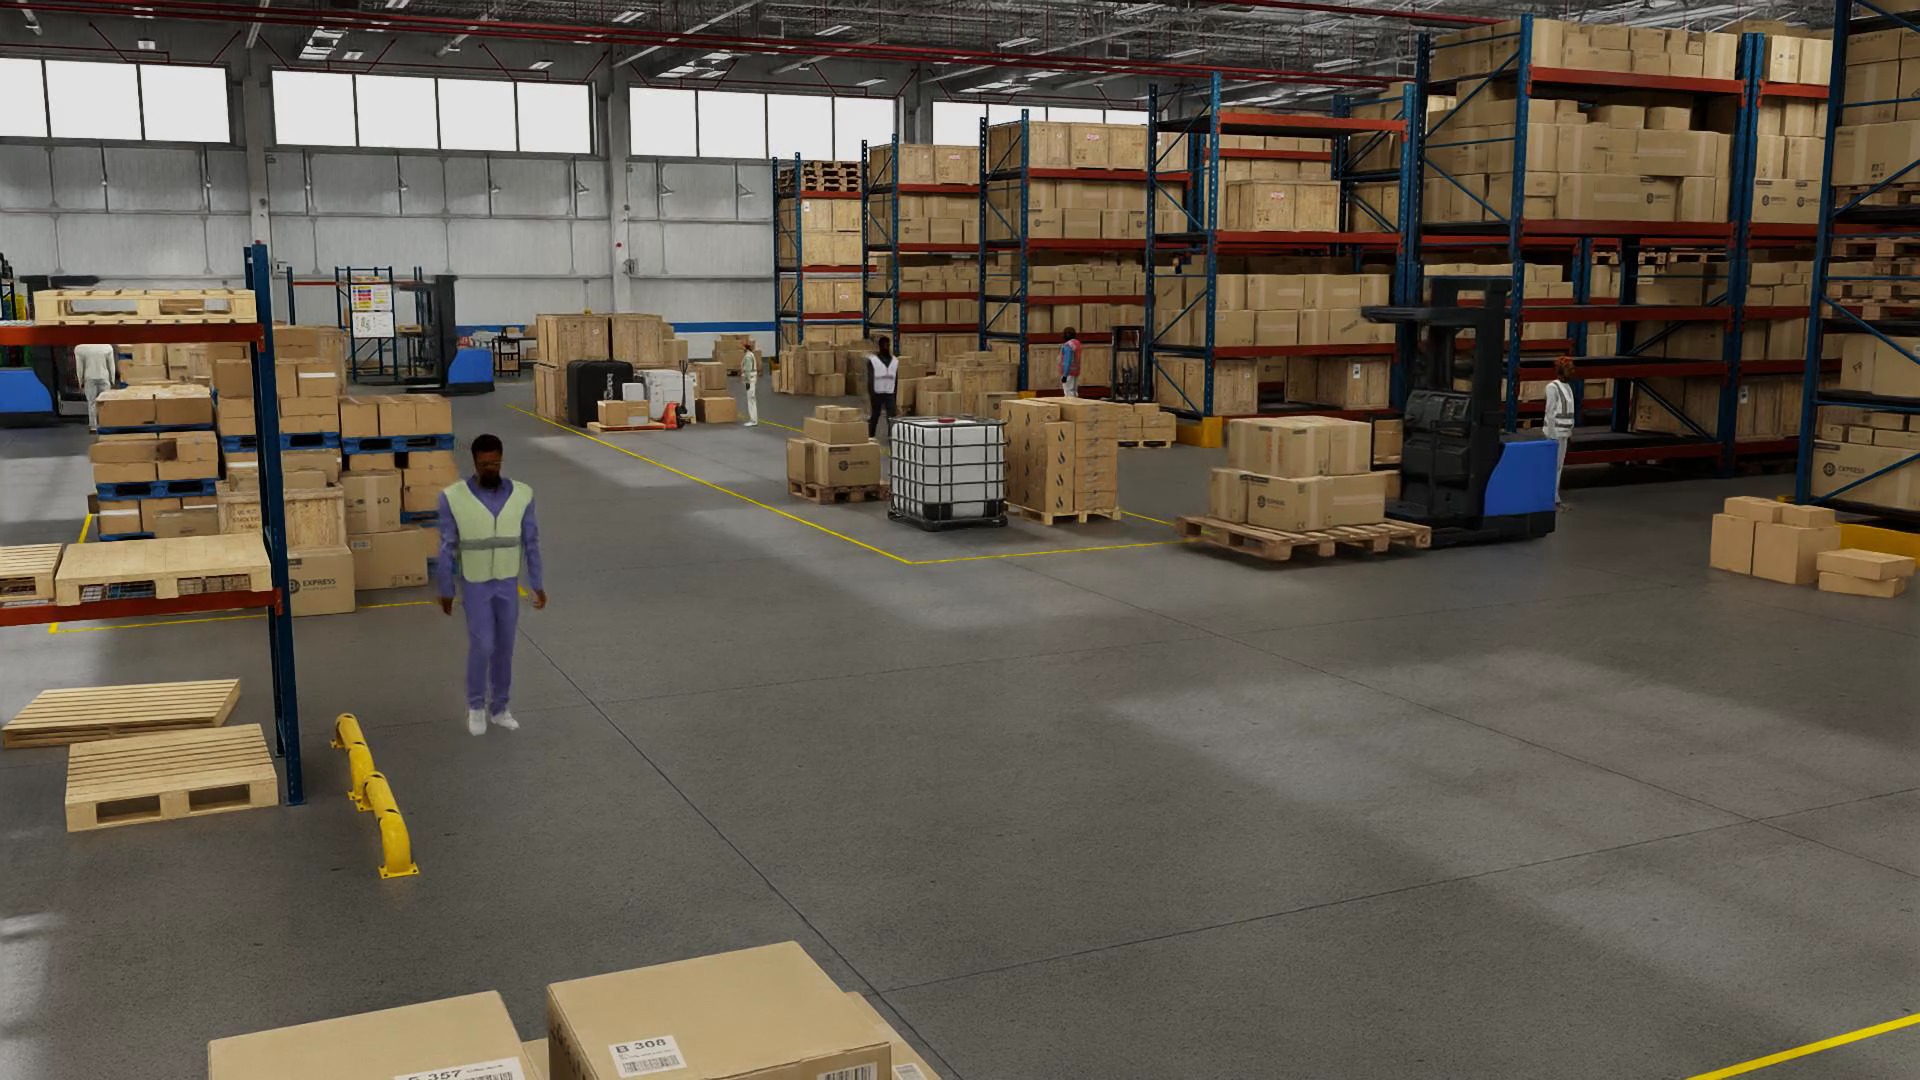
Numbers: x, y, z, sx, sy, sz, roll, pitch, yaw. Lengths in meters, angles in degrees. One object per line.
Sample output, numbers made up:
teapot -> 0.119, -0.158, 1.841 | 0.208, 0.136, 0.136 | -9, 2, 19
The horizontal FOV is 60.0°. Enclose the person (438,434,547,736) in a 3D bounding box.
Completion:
person -> -2.930, 0.277, 10.415 | 0.615, 1.896, 0.485 | -7, 12, -38

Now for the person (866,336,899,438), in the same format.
person -> -1.245, -2.342, 26.757 | 0.608, 1.869, 0.998 | -6, 11, -32

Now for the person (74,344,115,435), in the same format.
person -> -15.365, -2.834, 29.586 | 0.628, 1.940, 0.373 | -6, 11, -32

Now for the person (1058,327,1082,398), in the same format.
person -> 2.107, -3.198, 32.142 | 0.429, 1.842, 0.636 | 4, 10, 24

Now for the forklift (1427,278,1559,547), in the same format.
forklift -> 5.443, -1.424, 17.924 | 1.873, 2.768, 1.129 | -4, 10, -25

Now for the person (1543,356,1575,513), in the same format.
person -> 7.221, -1.269, 20.046 | 0.354, 1.883, 0.573 | 7, 12, 37

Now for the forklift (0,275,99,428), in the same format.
forklift -> -17.170, -3.547, 31.094 | 1.873, 2.768, 1.129 | -4, 10, -25

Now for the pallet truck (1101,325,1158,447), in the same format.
pallet truck -> 2.881, -2.596, 27.923 | 0.823, 1.965, 1.885 | -1, 9, -7

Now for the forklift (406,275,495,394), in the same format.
forklift -> -11.984, -4.812, 38.944 | 1.873, 2.768, 1.129 | -4, 10, -25

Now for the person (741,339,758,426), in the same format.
person -> -3.966, -2.956, 31.292 | 0.312, 1.632, 0.513 | -1, 9, -4
